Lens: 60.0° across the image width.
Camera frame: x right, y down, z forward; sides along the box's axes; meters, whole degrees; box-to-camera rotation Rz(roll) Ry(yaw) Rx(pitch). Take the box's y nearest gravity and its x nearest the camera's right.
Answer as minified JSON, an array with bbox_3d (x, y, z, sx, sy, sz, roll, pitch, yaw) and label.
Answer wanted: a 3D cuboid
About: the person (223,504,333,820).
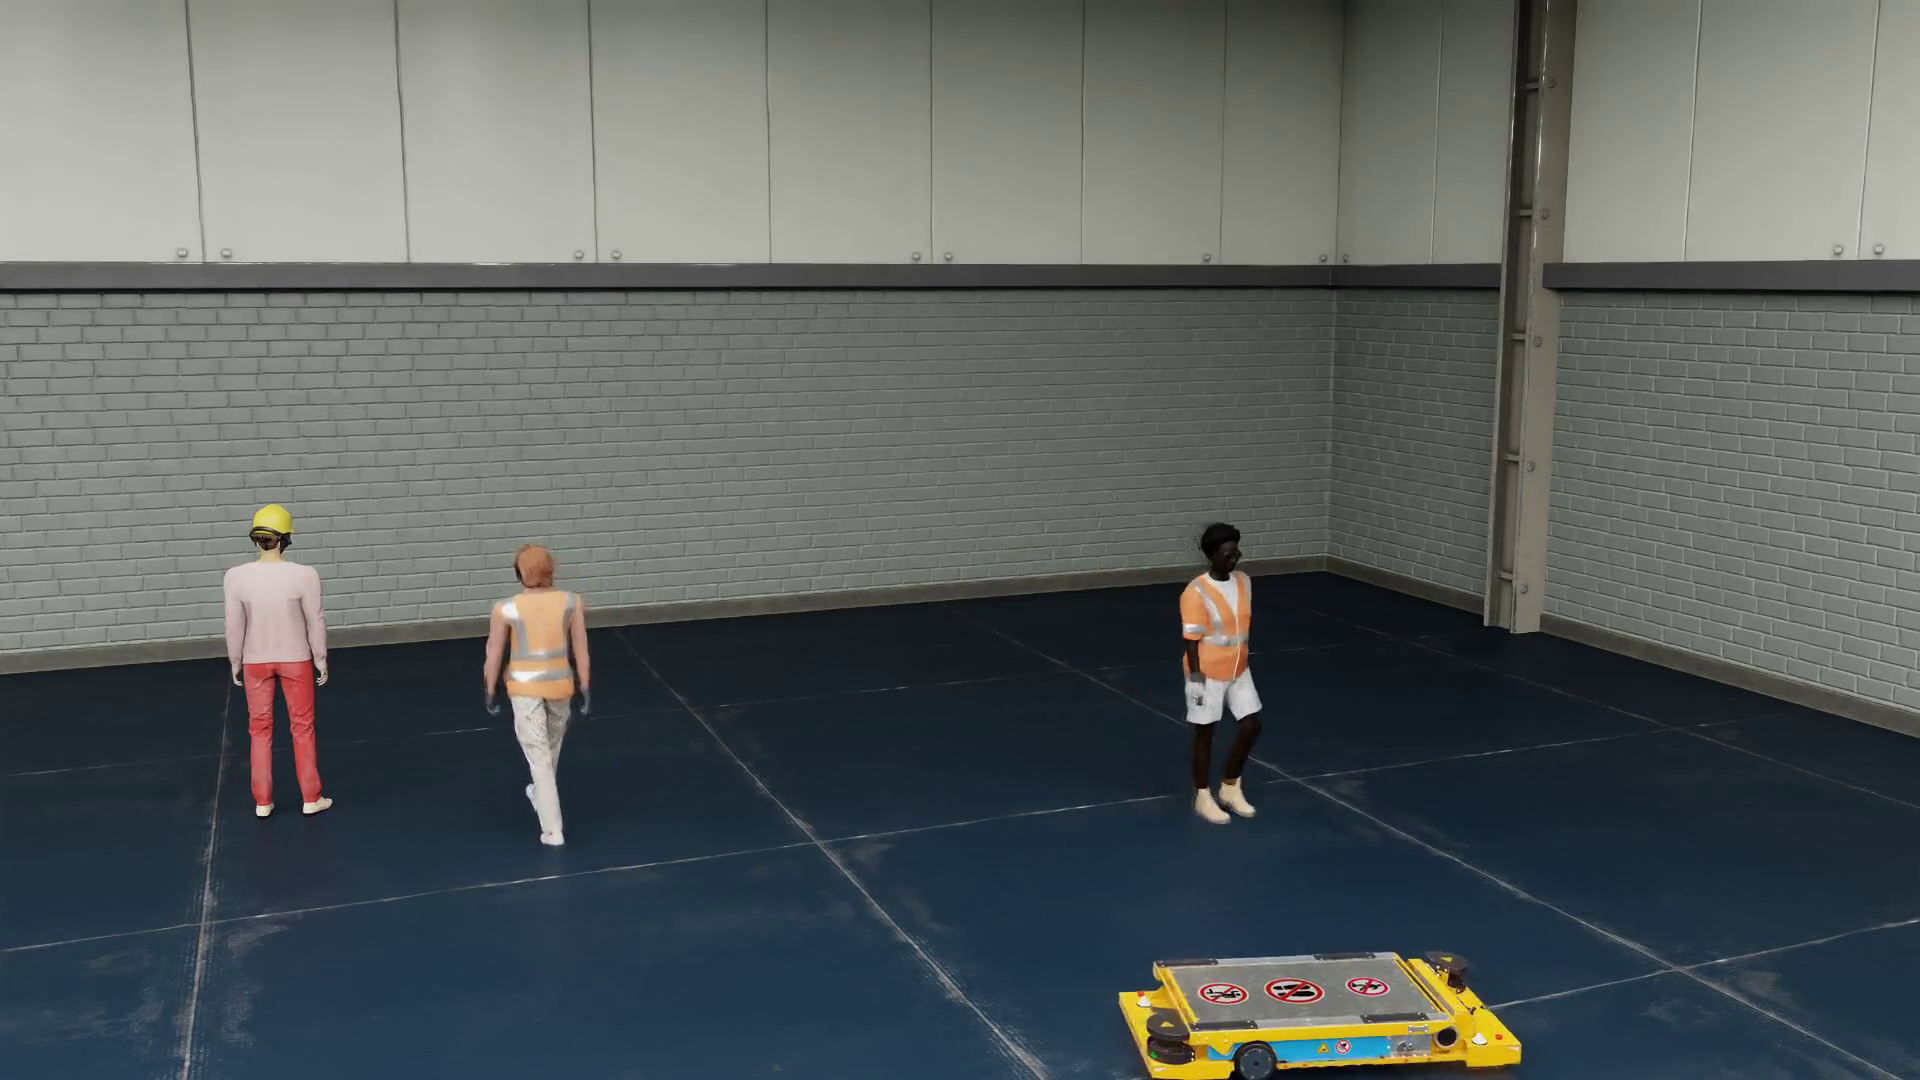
[{"bbox_3d":[-3.810,0.680,9.308,0.533,1.767,0.326,-1,9,-8],"label":"person"}]

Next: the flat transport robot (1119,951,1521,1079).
[{"bbox_3d":[1.393,1.862,6.566,1.431,0.197,0.652,-1,9,-6],"label":"flat transport robot"}]

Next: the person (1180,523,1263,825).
[{"bbox_3d":[1.449,0.741,9.144,0.557,1.684,0.438,-7,11,-37],"label":"person"}]

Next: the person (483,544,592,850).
[{"bbox_3d":[-2.297,0.812,8.988,0.541,1.587,0.849,-6,11,-32],"label":"person"}]
